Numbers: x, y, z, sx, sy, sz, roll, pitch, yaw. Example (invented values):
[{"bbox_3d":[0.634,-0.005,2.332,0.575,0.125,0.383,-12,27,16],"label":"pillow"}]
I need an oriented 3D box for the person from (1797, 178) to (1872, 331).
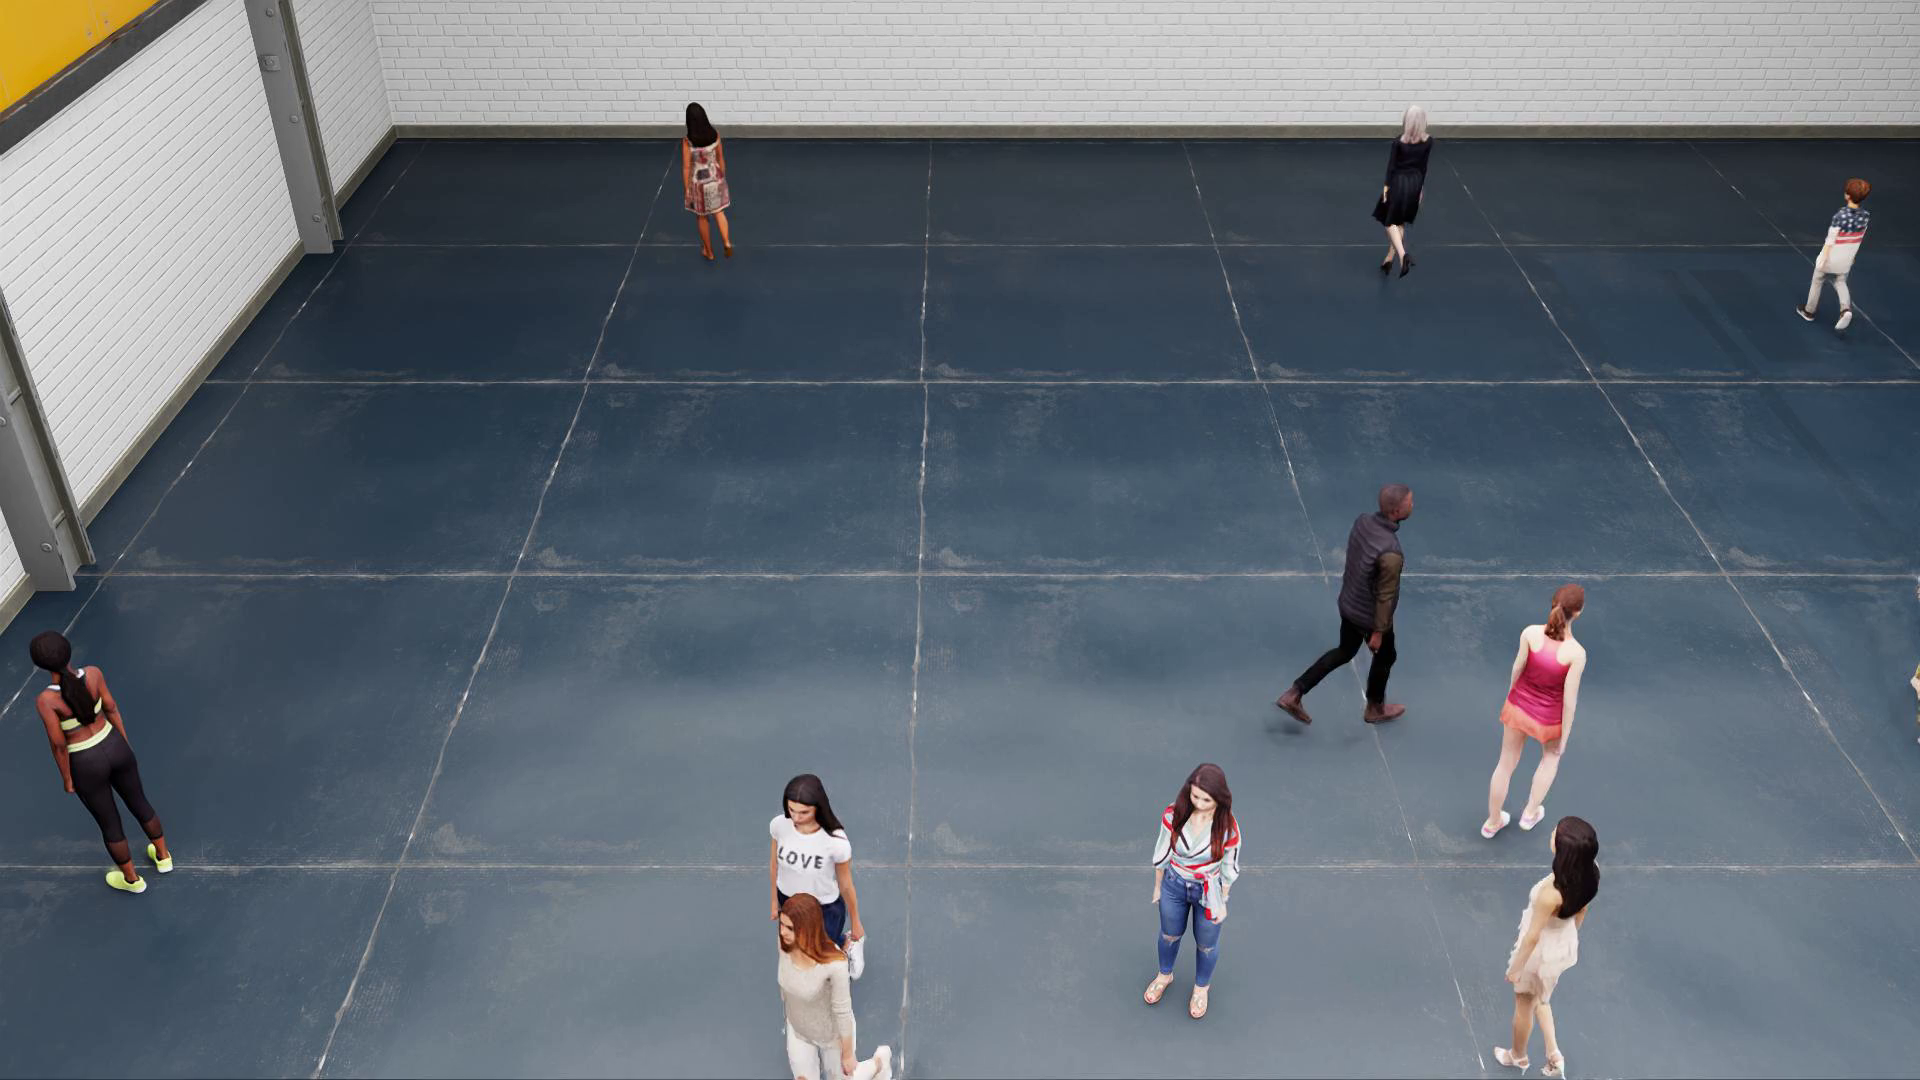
[{"bbox_3d":[8.126,-2.618,15.304,0.584,1.427,0.866,-5,34,-7],"label":"person"}]

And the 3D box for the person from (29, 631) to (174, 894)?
[{"bbox_3d":[-4.761,1.233,9.215,0.704,1.755,0.612,21,39,28],"label":"person"}]

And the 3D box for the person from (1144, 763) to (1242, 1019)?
[{"bbox_3d":[1.201,1.777,8.524,0.654,1.614,0.637,13,36,19],"label":"person"}]

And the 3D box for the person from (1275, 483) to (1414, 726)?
[{"bbox_3d":[2.442,0.457,10.337,0.922,1.804,1.129,-4,34,-6],"label":"person"}]

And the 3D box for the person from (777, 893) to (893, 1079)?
[{"bbox_3d":[-0.592,2.227,7.776,0.931,1.693,1.064,21,39,28],"label":"person"}]

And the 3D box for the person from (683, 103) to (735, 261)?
[{"bbox_3d":[-2.477,-3.502,16.447,0.863,1.634,0.942,-19,38,-26],"label":"person"}]

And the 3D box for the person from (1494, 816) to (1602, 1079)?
[{"bbox_3d":[2.888,2.046,8.015,0.768,1.729,0.834,-22,40,-30],"label":"person"}]

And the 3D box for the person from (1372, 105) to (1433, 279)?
[{"bbox_3d":[4.315,-3.308,16.068,0.724,1.732,0.958,-6,34,-10],"label":"person"}]

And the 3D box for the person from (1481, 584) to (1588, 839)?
[{"bbox_3d":[3.253,1.044,9.518,0.744,1.733,0.802,22,39,29],"label":"person"}]

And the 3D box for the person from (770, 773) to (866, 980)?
[{"bbox_3d":[-0.701,1.800,8.366,0.929,1.750,1.144,13,36,19],"label":"person"}]
